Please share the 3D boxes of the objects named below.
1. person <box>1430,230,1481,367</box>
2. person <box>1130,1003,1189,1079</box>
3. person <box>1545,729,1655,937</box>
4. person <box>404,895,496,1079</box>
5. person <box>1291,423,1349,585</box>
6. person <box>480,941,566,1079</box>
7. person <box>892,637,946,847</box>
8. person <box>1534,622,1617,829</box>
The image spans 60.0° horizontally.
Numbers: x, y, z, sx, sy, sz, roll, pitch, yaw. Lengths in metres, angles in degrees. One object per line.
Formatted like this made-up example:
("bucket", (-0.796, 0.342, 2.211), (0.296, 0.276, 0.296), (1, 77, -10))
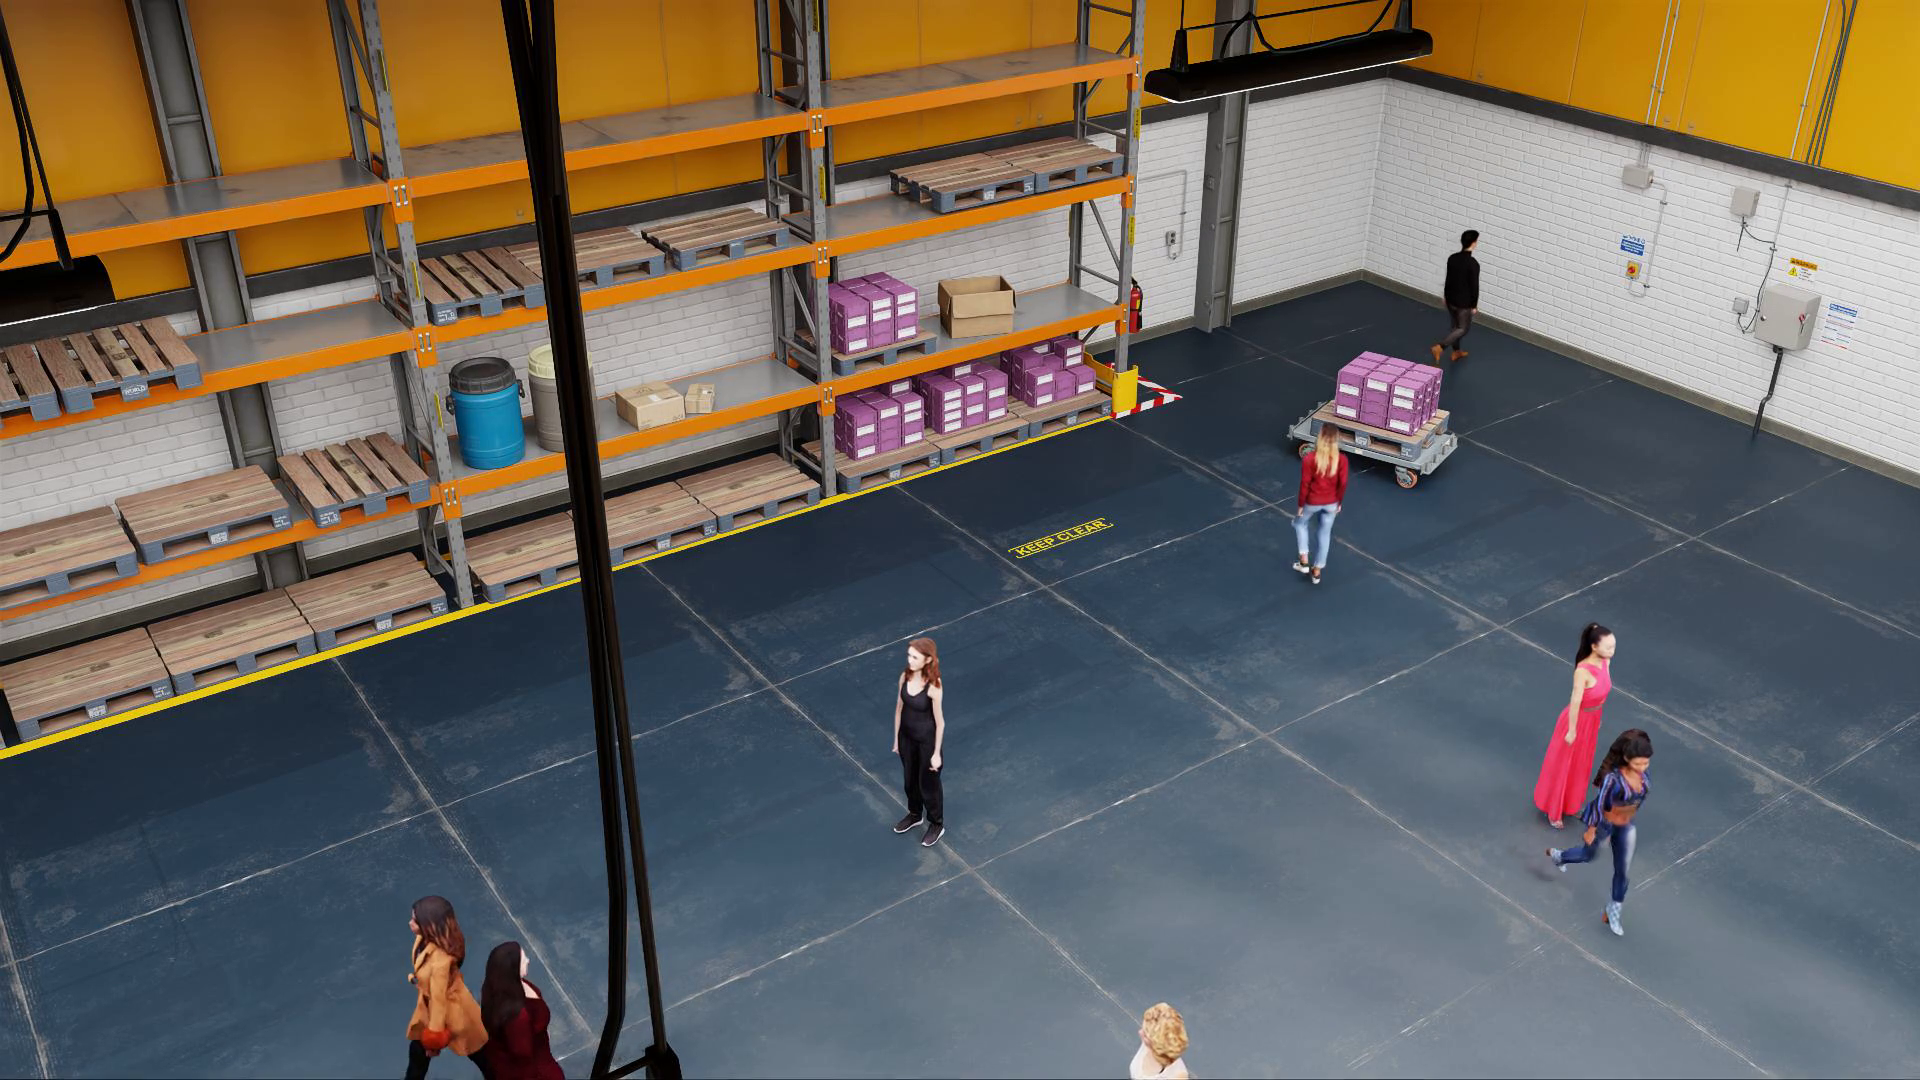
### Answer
("person", (6.134, -2.960, 20.497), (0.982, 1.709, 0.729), (-15, 32, -25))
("person", (1.114, 3.214, 9.216), (0.634, 1.672, 0.650), (-10, 30, -17))
("person", (4.502, 1.949, 11.618), (1.043, 1.594, 0.903), (-10, 30, -18))
("person", (-2.959, 2.808, 9.945), (1.116, 1.687, 0.828), (-13, 31, -22))
("person", (3.416, -0.308, 15.729), (0.705, 1.619, 0.793), (-1, 29, -2))
("person", (-2.564, 3.006, 9.519), (0.623, 1.748, 0.668), (-14, 32, -24))
("person", (-0.277, 1.469, 12.337), (0.649, 1.748, 0.620), (20, 35, 32))
("person", (4.667, 1.388, 12.510), (0.528, 1.726, 0.688), (-23, 36, -35))
